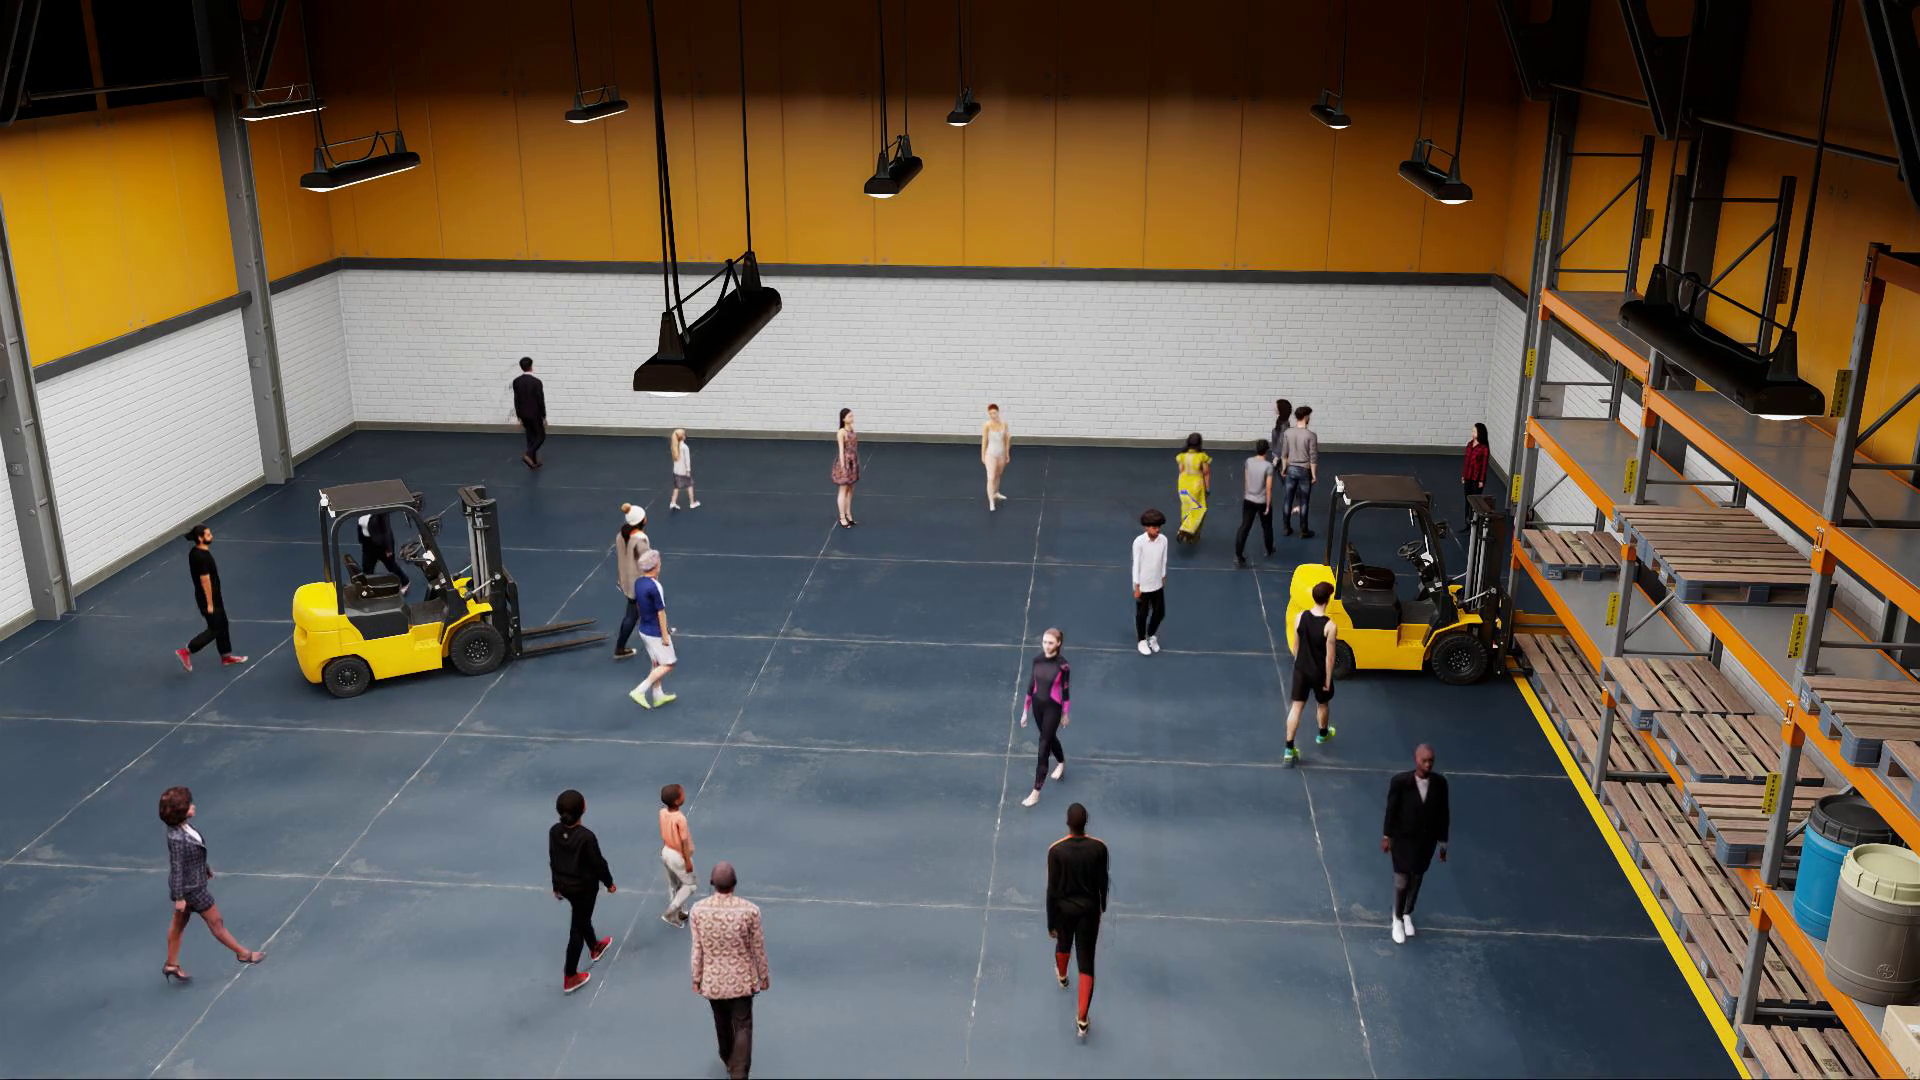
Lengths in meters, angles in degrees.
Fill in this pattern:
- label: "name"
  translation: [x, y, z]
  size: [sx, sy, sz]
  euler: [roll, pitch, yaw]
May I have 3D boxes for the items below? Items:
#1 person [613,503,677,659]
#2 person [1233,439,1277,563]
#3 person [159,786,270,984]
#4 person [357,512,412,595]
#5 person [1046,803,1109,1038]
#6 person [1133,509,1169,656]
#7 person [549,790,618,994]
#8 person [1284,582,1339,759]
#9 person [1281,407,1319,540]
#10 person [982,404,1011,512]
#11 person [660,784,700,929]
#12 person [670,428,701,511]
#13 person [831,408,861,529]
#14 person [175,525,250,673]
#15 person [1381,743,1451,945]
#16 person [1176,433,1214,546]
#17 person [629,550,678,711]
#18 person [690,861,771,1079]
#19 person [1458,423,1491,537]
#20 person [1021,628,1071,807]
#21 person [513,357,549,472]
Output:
- label: "person"
  translation: [-3.871, 0.501, 19.486]
  size: [1.235, 1.844, 1.173]
  euler: [-15, 24, -38]
- label: "person"
  translation: [3.998, -0.498, 22.648]
  size: [0.965, 1.719, 1.222]
  euler: [12, 22, 31]
- label: "person"
  translation: [-6.155, 2.756, 13.078]
  size: [0.997, 1.660, 1.071]
  euler: [-7, 20, -20]
- label: "person"
  translation: [-7.369, 0.047, 21.242]
  size: [0.876, 1.582, 1.168]
  euler: [8, 20, 21]
- label: "person"
  translation: [0.901, 2.876, 12.566]
  size: [0.659, 1.759, 1.197]
  euler: [1, 19, 2]
- label: "person"
  translation: [2.185, 0.468, 19.657]
  size: [0.721, 1.797, 0.730]
  euler: [-6, 20, -17]
- label: "person"
  translation: [-3.042, 2.776, 13.035]
  size: [0.831, 1.648, 1.012]
  euler: [11, 21, 29]
- label: "person"
  translation: [3.532, 1.361, 16.922]
  size: [1.077, 1.850, 1.282]
  euler: [13, 23, 34]
- label: "person"
  translation: [4.842, -0.971, 23.767]
  size: [0.782, 1.901, 0.772]
  euler: [13, 22, 33]
- label: "person"
  translation: [0.539, -1.287, 25.166]
  size: [0.879, 1.607, 1.036]
  euler: [-9, 21, -25]
- label: "person"
  translation: [-2.412, 2.662, 13.915]
  size: [0.720, 1.305, 0.654]
  euler: [-17, 25, -41]
- label: "person"
  translation: [-4.216, -1.048, 24.996]
  size: [0.727, 1.263, 0.849]
  euler: [12, 22, 32]
- label: "person"
  translation: [-1.642, -1.059, 24.228]
  size: [0.827, 1.774, 0.733]
  euler: [9, 21, 25]
- label: "person"
  translation: [-8.703, 0.687, 19.095]
  size: [1.024, 1.741, 1.038]
  euler: [-11, 21, -28]
- label: "person"
  translation: [3.755, 2.454, 13.834]
  size: [0.704, 1.749, 0.682]
  euler: [-1, 19, -2]
- label: "person"
  translation: [3.226, -0.672, 23.294]
  size: [1.019, 1.636, 1.159]
  euler: [13, 23, 34]
- label: "person"
  translation: [-3.368, 1.012, 18.002]
  size: [0.990, 1.823, 0.933]
  euler: [-15, 24, -37]
- label: "person"
  translation: [-1.637, 3.135, 11.741]
  size: [0.715, 1.795, 1.108]
  euler: [1, 19, 3]
- label: "person"
  translation: [7.418, -0.890, 23.917]
  size: [0.717, 1.652, 0.606]
  euler: [-8, 20, -23]
- label: "person"
  translation: [0.893, 1.663, 16.258]
  size: [0.955, 1.701, 1.201]
  euler: [13, 22, 33]
- label: "person"
  translation: [-6.983, -2.003, 26.887]
  size: [0.837, 1.865, 0.933]
  euler: [7, 20, 19]
